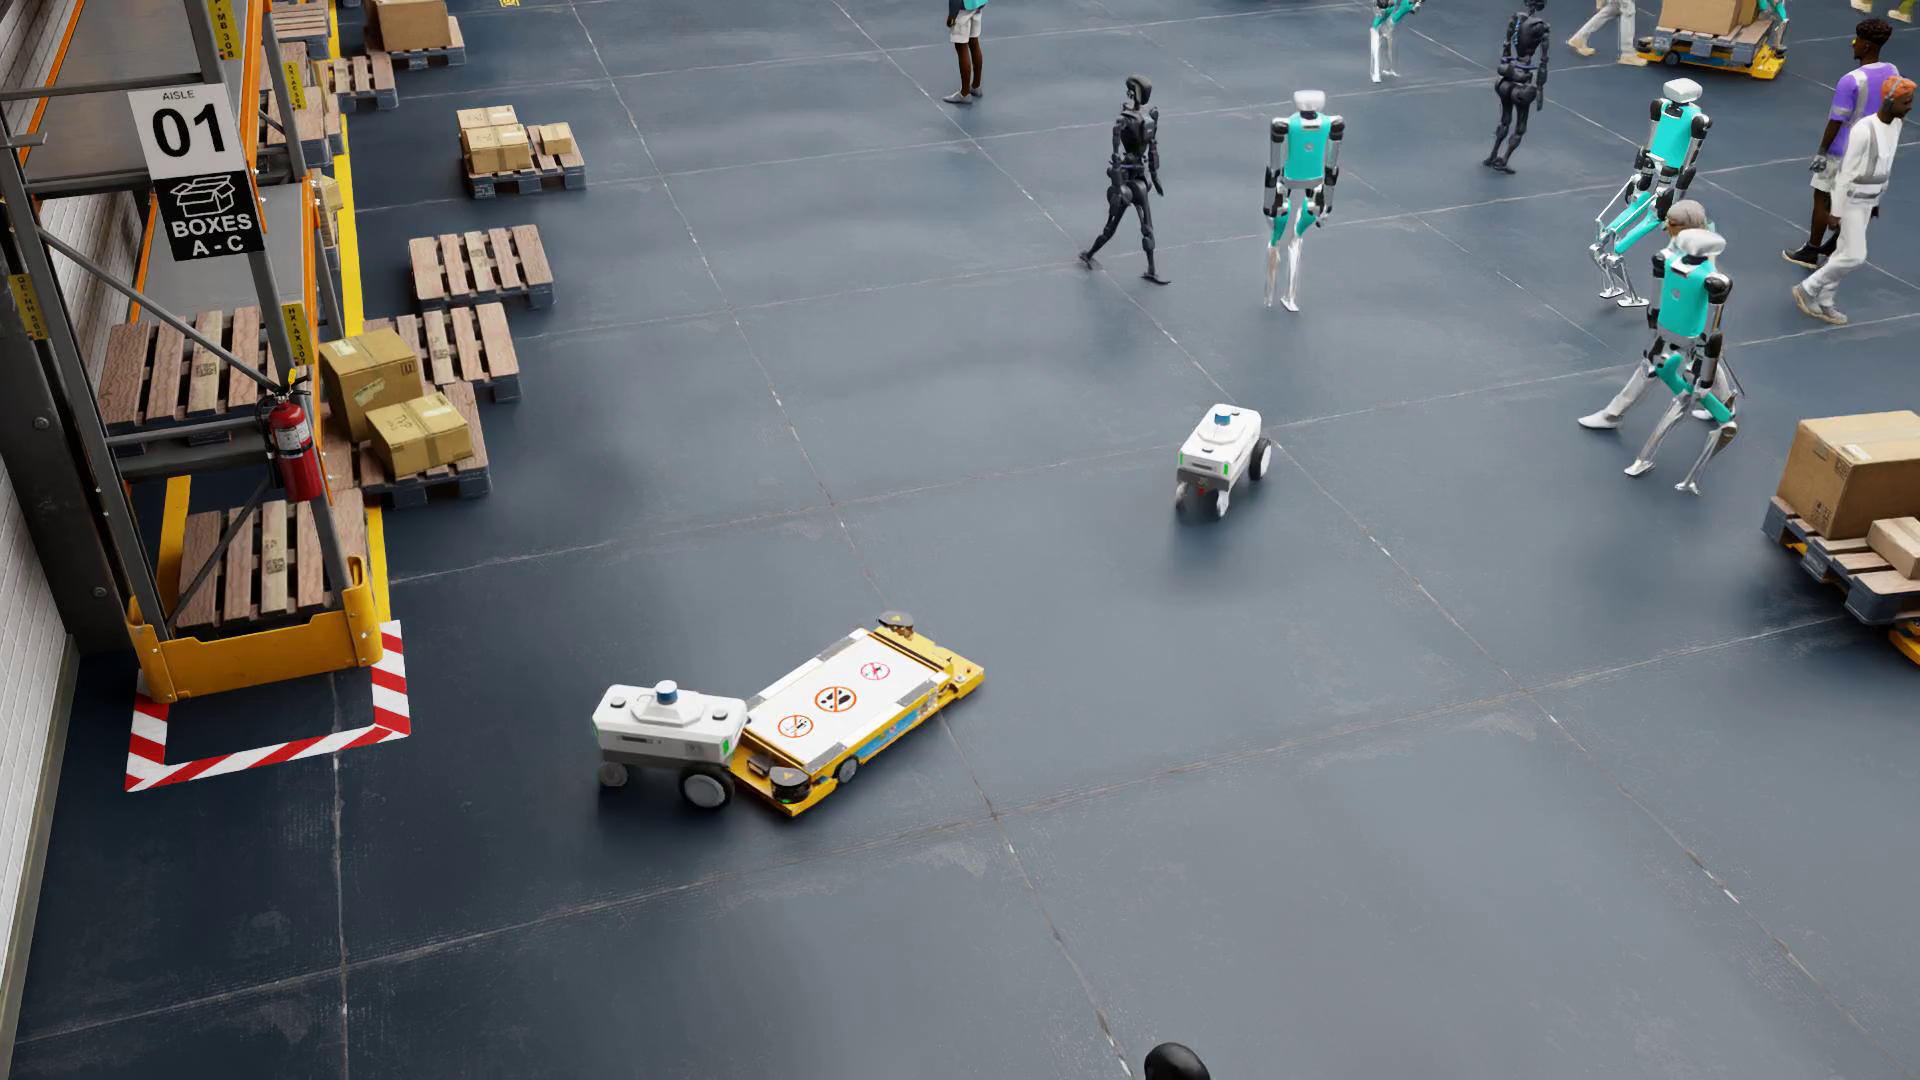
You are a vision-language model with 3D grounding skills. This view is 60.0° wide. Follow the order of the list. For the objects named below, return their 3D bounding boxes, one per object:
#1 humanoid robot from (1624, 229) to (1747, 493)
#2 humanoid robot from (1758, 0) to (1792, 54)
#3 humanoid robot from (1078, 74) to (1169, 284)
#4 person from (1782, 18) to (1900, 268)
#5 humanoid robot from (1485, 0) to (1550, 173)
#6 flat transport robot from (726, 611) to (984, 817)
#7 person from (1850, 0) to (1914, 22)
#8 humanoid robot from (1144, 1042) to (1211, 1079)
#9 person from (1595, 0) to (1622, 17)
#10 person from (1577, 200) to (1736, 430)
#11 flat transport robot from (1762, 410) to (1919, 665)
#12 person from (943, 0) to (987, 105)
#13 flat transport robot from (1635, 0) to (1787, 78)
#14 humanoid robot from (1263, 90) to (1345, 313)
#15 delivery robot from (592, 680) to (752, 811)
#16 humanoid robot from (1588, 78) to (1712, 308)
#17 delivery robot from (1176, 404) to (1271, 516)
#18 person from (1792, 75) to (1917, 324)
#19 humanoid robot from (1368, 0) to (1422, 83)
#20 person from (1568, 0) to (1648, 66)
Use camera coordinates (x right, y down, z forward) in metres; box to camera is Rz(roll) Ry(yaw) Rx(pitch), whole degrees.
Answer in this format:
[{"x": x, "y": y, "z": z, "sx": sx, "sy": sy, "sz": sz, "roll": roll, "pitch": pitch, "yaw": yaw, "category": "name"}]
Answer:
[{"x": 4.526, "y": -1.103, "z": 10.213, "sx": 0.761, "sy": 1.770, "sz": 0.539, "roll": -16, "pitch": 36, "yaw": -22, "category": "humanoid robot"}, {"x": 8.549, "y": -5.834, "z": 17.480, "sx": 0.831, "sy": 1.794, "sz": 0.583, "roll": -21, "pitch": 39, "yaw": -29, "category": "humanoid robot"}, {"x": 1.315, "y": -2.814, "z": 12.933, "sx": 0.786, "sy": 1.631, "sz": 0.588, "roll": 25, "pitch": 41, "yaw": 33, "category": "humanoid robot"}, {"x": 6.972, "y": -3.108, "z": 13.085, "sx": 0.606, "sy": 1.959, "sz": 0.371, "roll": -15, "pitch": 36, "yaw": -22, "category": "person"}, {"x": 5.021, "y": -4.122, "z": 14.884, "sx": 0.361, "sy": 1.653, "sz": 0.588, "roll": -14, "pitch": 36, "yaw": -21, "category": "humanoid robot"}, {"x": -0.581, "y": 0.861, "z": 8.538, "sx": 0.659, "sy": 0.231, "sz": 1.431, "roll": 25, "pitch": 41, "yaw": 33, "category": "flat transport robot"}, {"x": 10.832, "y": -6.940, "z": 19.099, "sx": 0.540, "sy": 1.806, "sz": 0.853, "roll": -11, "pitch": 35, "yaw": -16, "category": "person"}, {"x": 0.650, "y": 2.224, "z": 5.167, "sx": 0.366, "sy": 1.647, "sz": 0.612, "roll": 27, "pitch": 42, "yaw": 35, "category": "humanoid robot"}, {"x": 7.657, "y": -6.893, "z": 19.146, "sx": 0.481, "sy": 1.673, "sz": 0.379, "roll": 20, "pitch": 38, "yaw": 28, "category": "person"}, {"x": 4.738, "y": -1.451, "z": 10.842, "sx": 1.065, "sy": 1.621, "sz": 0.482, "roll": 3, "pitch": 33, "yaw": 5, "category": "person"}, {"x": 5.368, "y": 0.223, "z": 9.516, "sx": 0.659, "sy": 0.231, "sz": 1.431, "roll": -6, "pitch": 34, "yaw": -8, "category": "flat transport robot"}, {"x": 0.057, "y": -5.303, "z": 16.463, "sx": 0.428, "sy": 1.938, "sz": 0.565, "roll": 17, "pitch": 37, "yaw": 24, "category": "person"}, {"x": 8.070, "y": -5.245, "z": 17.902, "sx": 1.431, "sy": 0.231, "sz": 0.659, "roll": 19, "pitch": 37, "yaw": 26, "category": "flat transport robot"}, {"x": 2.479, "y": -2.516, "z": 12.424, "sx": 0.543, "sy": 1.843, "sz": 0.692, "roll": -1, "pitch": 33, "yaw": -2, "category": "humanoid robot"}, {"x": -1.395, "y": 0.950, "z": 8.132, "sx": 0.773, "sy": 0.586, "sz": 0.499, "roll": 6, "pitch": 34, "yaw": 9, "category": "delivery robot"}, {"x": 4.984, "y": -2.524, "z": 12.264, "sx": 0.735, "sy": 1.677, "sz": 0.533, "roll": -12, "pitch": 35, "yaw": -18, "category": "humanoid robot"}, {"x": 1.625, "y": -0.551, "z": 10.431, "sx": 0.499, "sy": 0.583, "sz": 0.767, "roll": 15, "pitch": 36, "yaw": 21, "category": "delivery robot"}, {"x": 6.585, "y": -2.452, "z": 12.153, "sx": 0.614, "sy": 1.869, "sz": 0.428, "roll": -24, "pitch": 40, "yaw": -32, "category": "person"}, {"x": 4.436, "y": -5.596, "z": 17.101, "sx": 0.549, "sy": 1.783, "sz": 0.790, "roll": -11, "pitch": 35, "yaw": -16, "category": "humanoid robot"}, {"x": 7.026, "y": -5.999, "z": 17.621, "sx": 0.833, "sy": 1.843, "sz": 0.476, "roll": 13, "pitch": 35, "yaw": 19, "category": "person"}]
